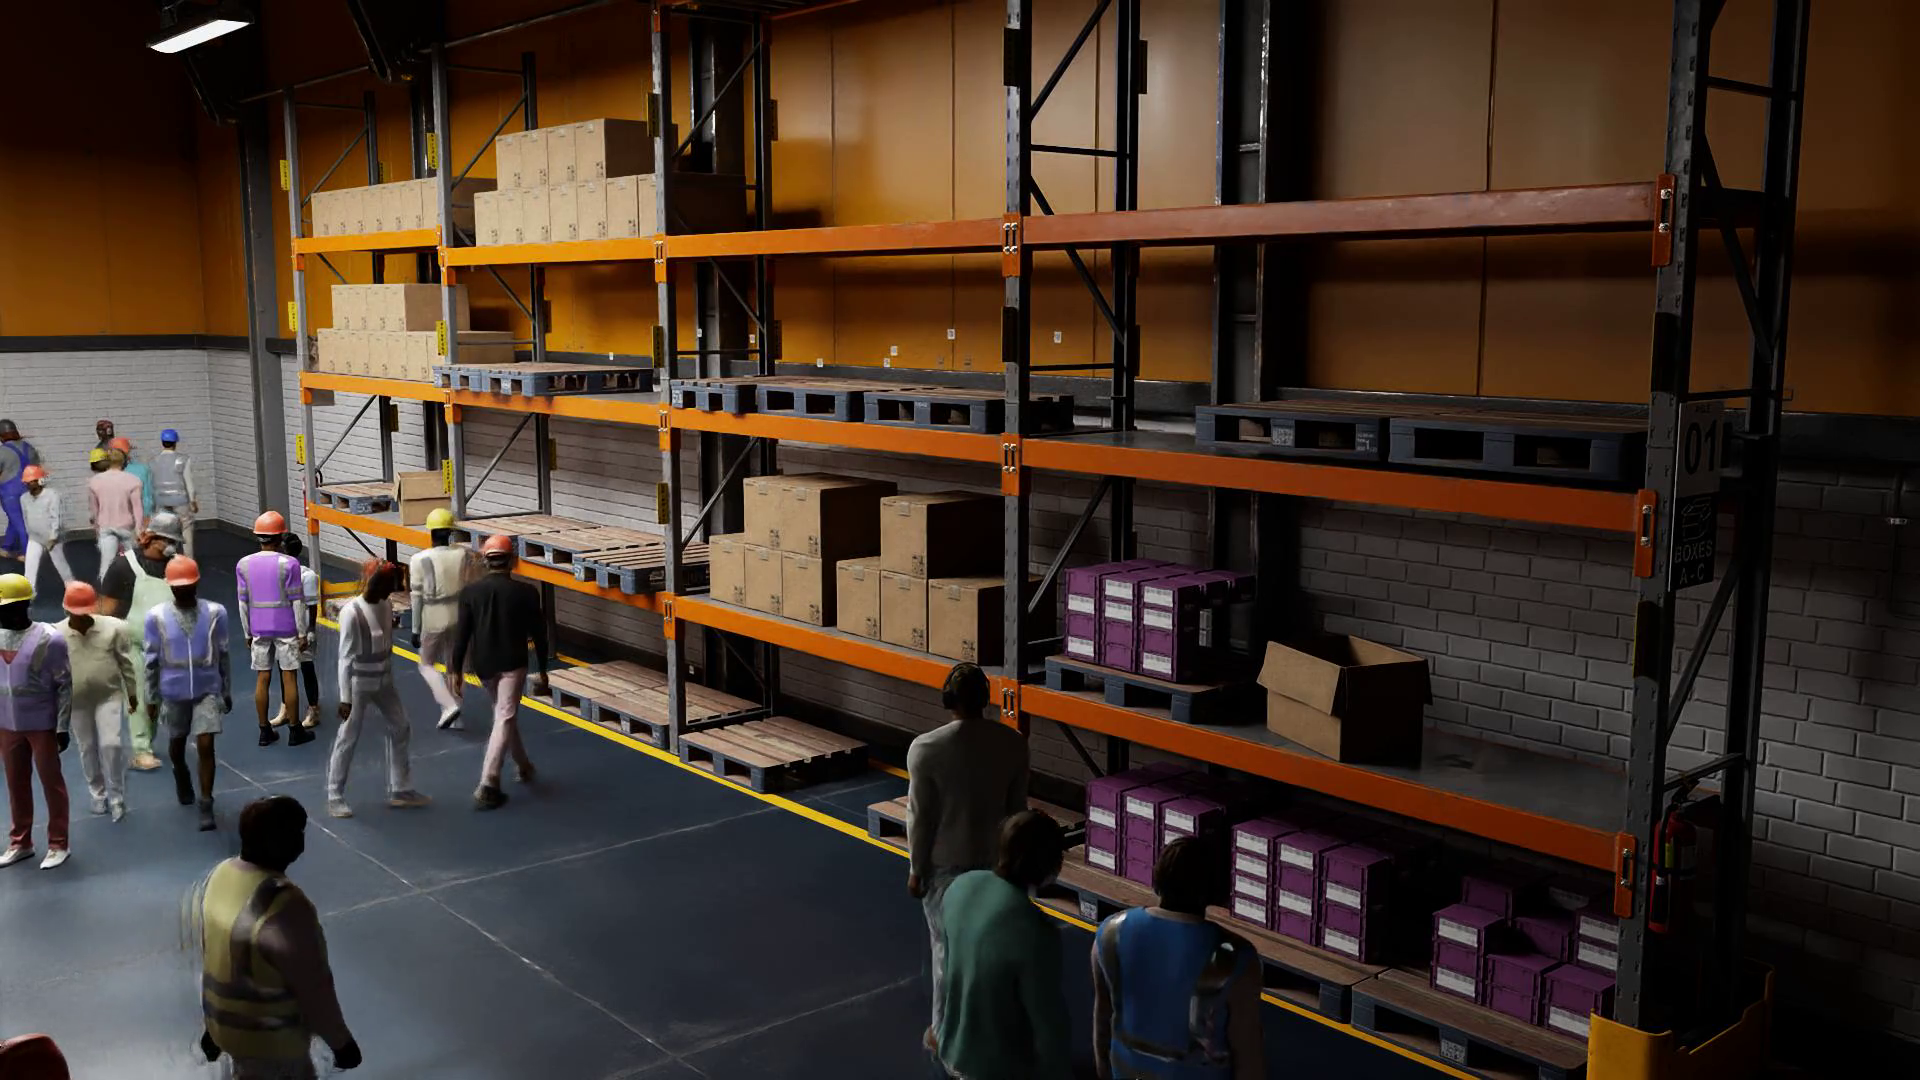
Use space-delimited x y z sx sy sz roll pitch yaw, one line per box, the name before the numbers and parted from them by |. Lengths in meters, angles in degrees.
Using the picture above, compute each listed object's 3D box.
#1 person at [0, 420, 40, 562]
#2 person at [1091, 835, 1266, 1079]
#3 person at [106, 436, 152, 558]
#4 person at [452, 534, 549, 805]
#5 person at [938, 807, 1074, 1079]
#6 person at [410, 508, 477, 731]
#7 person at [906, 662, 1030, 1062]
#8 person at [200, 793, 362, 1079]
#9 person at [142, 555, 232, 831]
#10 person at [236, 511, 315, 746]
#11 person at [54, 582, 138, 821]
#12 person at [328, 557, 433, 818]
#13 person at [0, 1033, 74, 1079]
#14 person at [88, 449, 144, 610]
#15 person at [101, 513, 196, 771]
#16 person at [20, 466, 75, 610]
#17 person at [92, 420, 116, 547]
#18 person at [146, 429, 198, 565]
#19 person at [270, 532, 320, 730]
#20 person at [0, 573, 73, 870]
person | -13.345 -0.711 23.290 0.988 2.000 0.707 2 8 14
person | 0.749 1.924 5.743 0.642 1.832 0.431 6 10 36
person | -10.383 -0.312 20.795 0.731 1.976 0.433 3 9 19
person | -3.389 0.938 12.254 0.647 1.929 1.040 1 8 5
person | 0.113 1.872 5.933 0.872 1.880 0.654 -4 9 -27
person | -4.360 0.683 14.054 0.605 1.908 0.423 -8 11 -44
person | 0.037 1.545 8.016 0.623 1.932 0.367 -4 9 -24
person | -2.522 1.846 6.358 0.916 1.801 0.632 -7 11 -42
person | -5.422 1.026 11.688 0.561 1.908 0.863 -4 9 -28
person | -5.610 0.729 13.633 0.542 1.939 0.359 0 8 3
person | -6.089 1.125 11.661 0.578 1.703 0.675 -4 9 -26
person | -4.152 1.043 11.776 0.806 1.839 0.692 2 8 15
person | -2.449 2.153 4.403 0.579 1.743 0.341 4 9 24
person | -9.996 -0.138 19.804 0.638 1.884 1.020 -1 8 -8
person | -6.307 0.757 13.084 0.853 2.000 0.743 6 10 37
person | -10.916 -0.042 19.815 0.561 1.703 0.911 1 8 6
person | -12.541 -0.818 24.490 0.643 1.909 0.411 6 10 36
person | -10.601 -0.525 22.375 0.632 1.941 0.425 0 8 1
person | -5.700 0.768 14.190 0.535 1.700 0.318 3 9 17
person | -5.992 1.160 10.676 0.589 1.927 0.388 1 8 7
